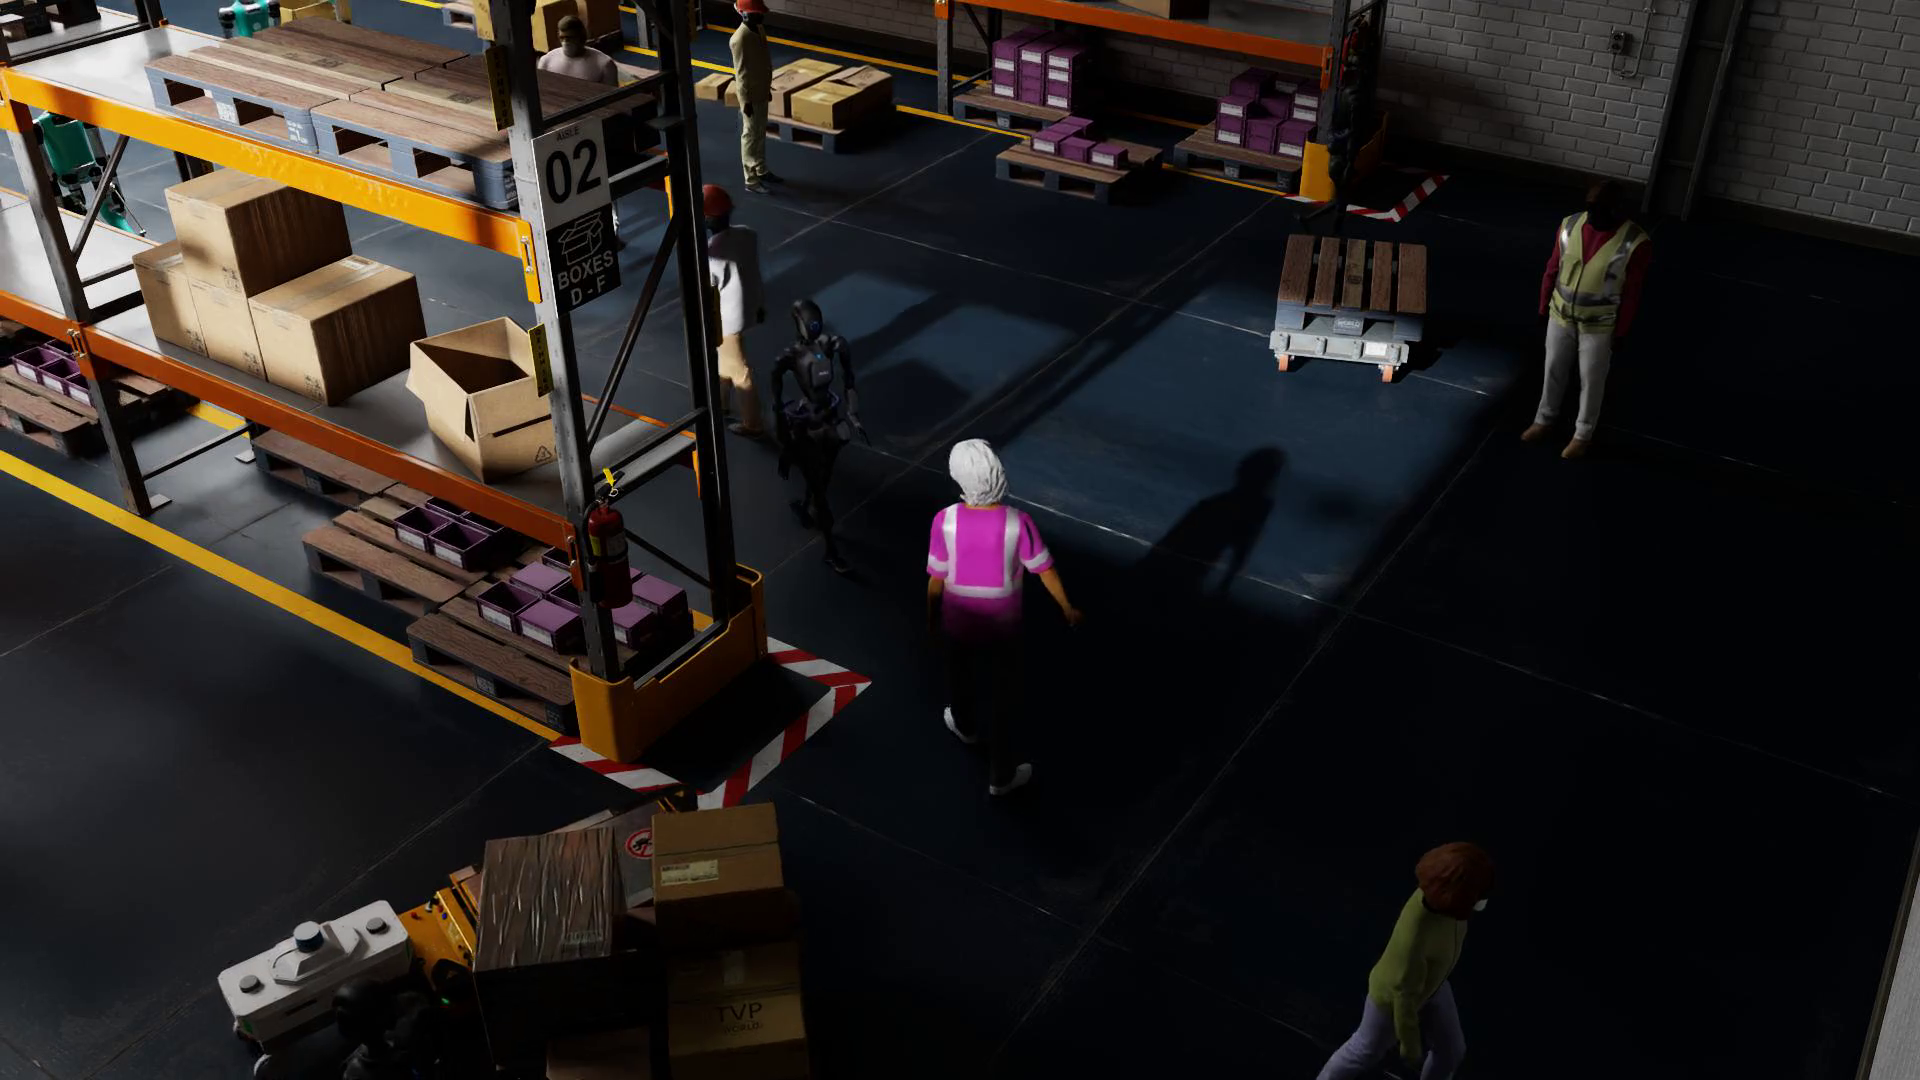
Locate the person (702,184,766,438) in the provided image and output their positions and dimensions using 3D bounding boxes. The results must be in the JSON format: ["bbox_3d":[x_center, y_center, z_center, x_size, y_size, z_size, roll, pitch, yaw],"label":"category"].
[{"bbox_3d":[-1.599,-1.487,10.814,0.733,1.723,0.595,15,36,21],"label":"person"}]

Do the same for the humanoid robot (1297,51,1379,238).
[{"bbox_3d":[3.048,-3.126,13.387,0.437,1.639,0.603,7,34,10],"label":"humanoid robot"}]

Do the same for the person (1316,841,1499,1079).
[{"bbox_3d":[1.694,1.678,6.079,0.723,1.592,0.548,25,41,33],"label":"person"}]

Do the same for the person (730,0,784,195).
[{"bbox_3d":[-1.776,-3.921,14.537,0.329,1.751,0.562,8,34,11],"label":"person"}]

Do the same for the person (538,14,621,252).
[{"bbox_3d":[-3.001,-3.238,13.322,0.627,1.938,0.373,1,33,1],"label":"person"}]

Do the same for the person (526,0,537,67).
[{"bbox_3d":[-3.942,-4.287,14.920,0.422,1.950,0.500,4,33,6],"label":"person"}]

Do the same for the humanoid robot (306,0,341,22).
[{"bbox_3d":[-7.081,-6.189,18.058,0.531,1.794,0.794,5,33,8],"label":"humanoid robot"}]

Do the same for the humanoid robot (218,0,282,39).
[{"bbox_3d":[-6.357,-4.174,14.972,0.540,1.780,0.821,-27,42,-35],"label":"humanoid robot"}]

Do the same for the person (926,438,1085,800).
[{"bbox_3d":[0.218,0.350,7.910,0.741,1.822,0.706,5,33,7],"label":"person"}]

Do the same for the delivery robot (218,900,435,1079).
[{"bbox_3d":[-2.618,1.810,6.821,0.772,0.586,0.499,-23,39,-31],"label":"delivery robot"}]

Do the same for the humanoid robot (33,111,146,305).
[{"bbox_3d":[-6.252,-2.431,12.139,0.735,1.678,0.533,20,38,28],"label":"humanoid robot"}]

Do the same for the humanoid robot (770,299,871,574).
[{"bbox_3d":[-0.828,-0.651,9.640,0.590,1.645,0.788,-22,39,-30],"label":"humanoid robot"}]

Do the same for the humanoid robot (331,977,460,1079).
[{"bbox_3d":[-1.772,2.066,5.407,0.378,1.650,0.589,13,35,19],"label":"humanoid robot"}]

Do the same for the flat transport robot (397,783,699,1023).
[{"bbox_3d":[-1.719,1.584,7.439,1.431,0.231,0.659,-20,38,-28],"label":"flat transport robot"}]

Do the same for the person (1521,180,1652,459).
[{"bbox_3d":[3.975,-1.414,10.618,0.633,1.832,0.429,28,42,36],"label":"person"}]

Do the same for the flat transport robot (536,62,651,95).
[{"bbox_3d":[-3.761,-4.687,17.077,0.659,0.231,1.431,-22,39,-30],"label":"flat transport robot"}]

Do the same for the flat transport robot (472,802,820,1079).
[{"bbox_3d":[-1.187,2.093,6.656,0.659,0.231,1.431,-5,33,-8],"label":"flat transport robot"}]
